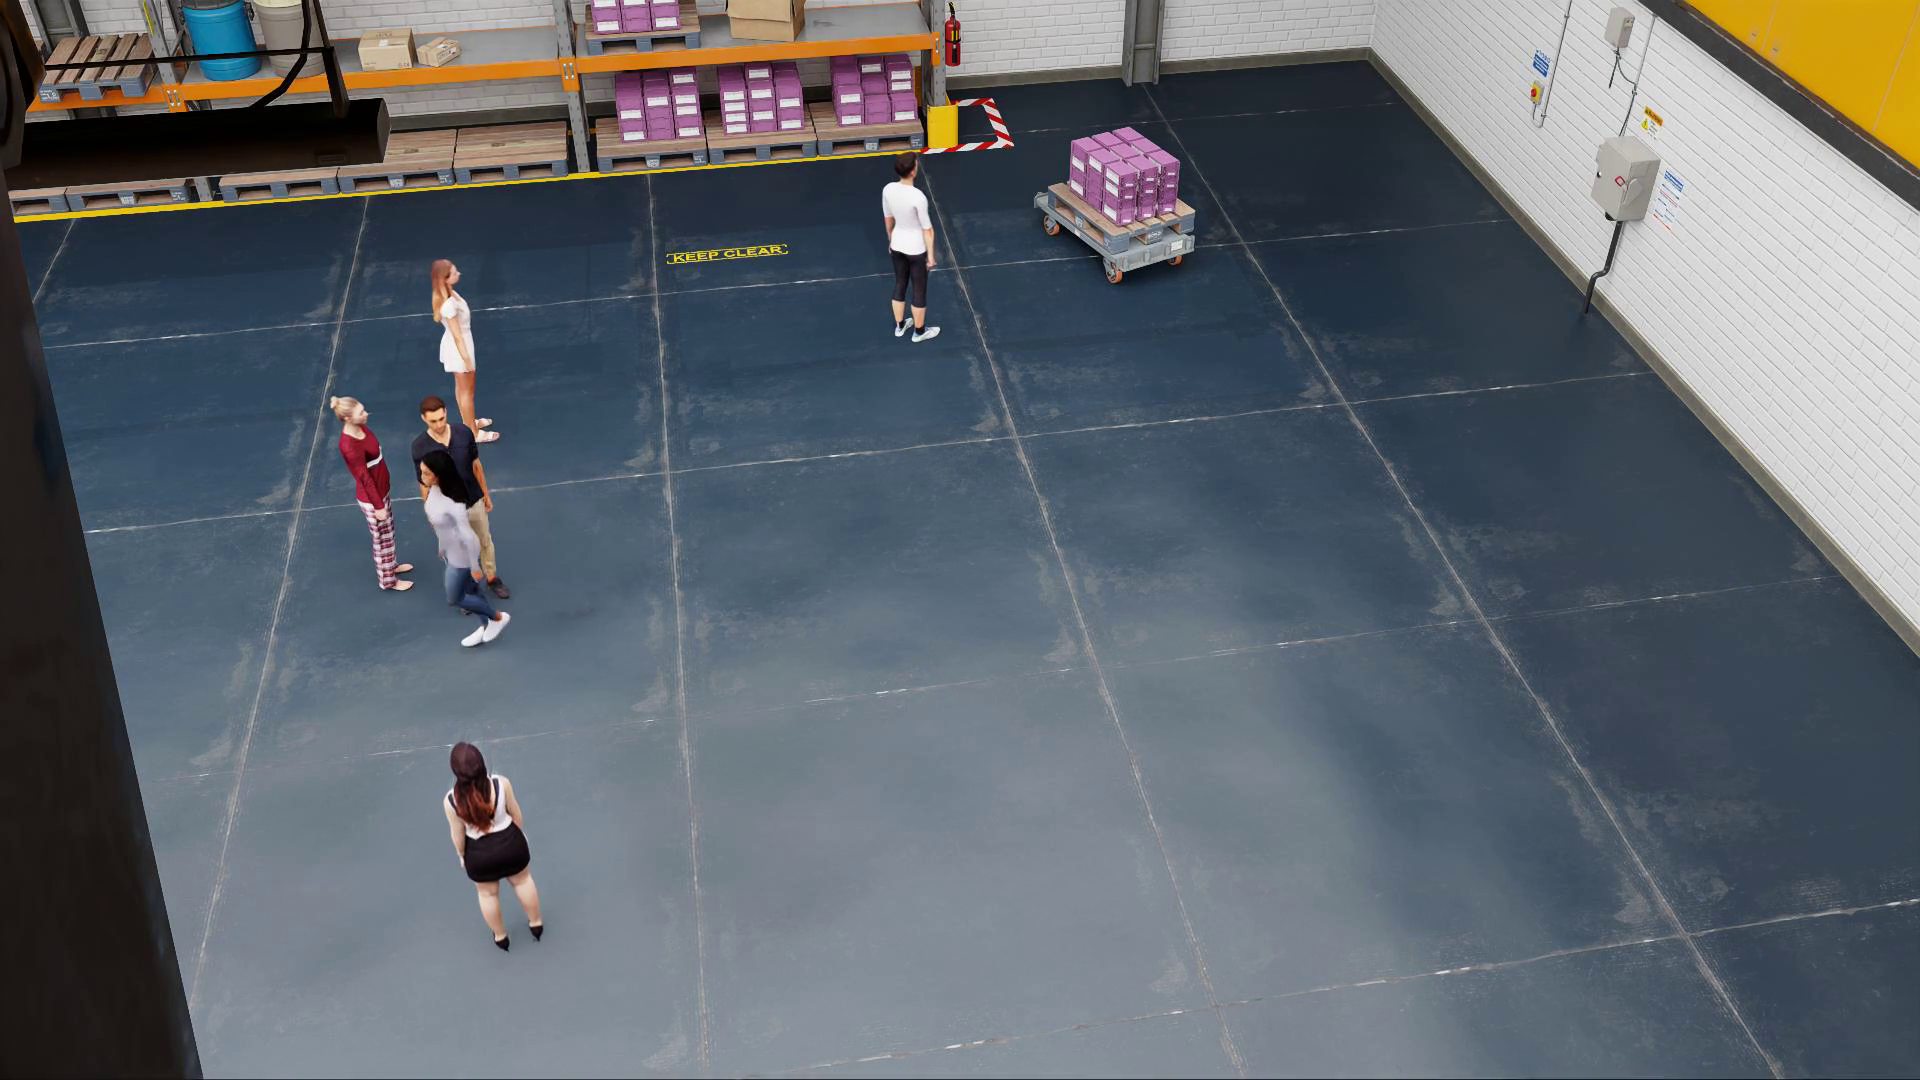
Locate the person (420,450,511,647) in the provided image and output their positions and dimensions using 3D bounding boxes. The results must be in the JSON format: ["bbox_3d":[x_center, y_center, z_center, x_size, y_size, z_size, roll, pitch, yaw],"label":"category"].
[{"bbox_3d":[-3.458,0.059,11.857,0.758,1.723,0.727,-21,43,-25],"label":"person"}]

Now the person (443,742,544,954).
[{"bbox_3d":[-2.728,1.812,9.727,0.540,1.642,0.678,-17,42,-20],"label":"person"}]

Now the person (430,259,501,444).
[{"bbox_3d":[-4.208,-1.593,13.947,0.623,1.697,0.617,-15,41,-18],"label":"person"}]

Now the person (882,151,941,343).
[{"bbox_3d":[-0.467,-2.673,15.176,0.747,1.851,0.801,25,45,28],"label":"person"}]

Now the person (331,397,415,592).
[{"bbox_3d":[-4.383,-0.365,12.409,0.521,1.698,0.628,-10,40,-12],"label":"person"}]

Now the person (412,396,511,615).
[{"bbox_3d":[-3.684,-0.289,12.188,0.603,1.855,0.749,-22,44,-25],"label":"person"}]
